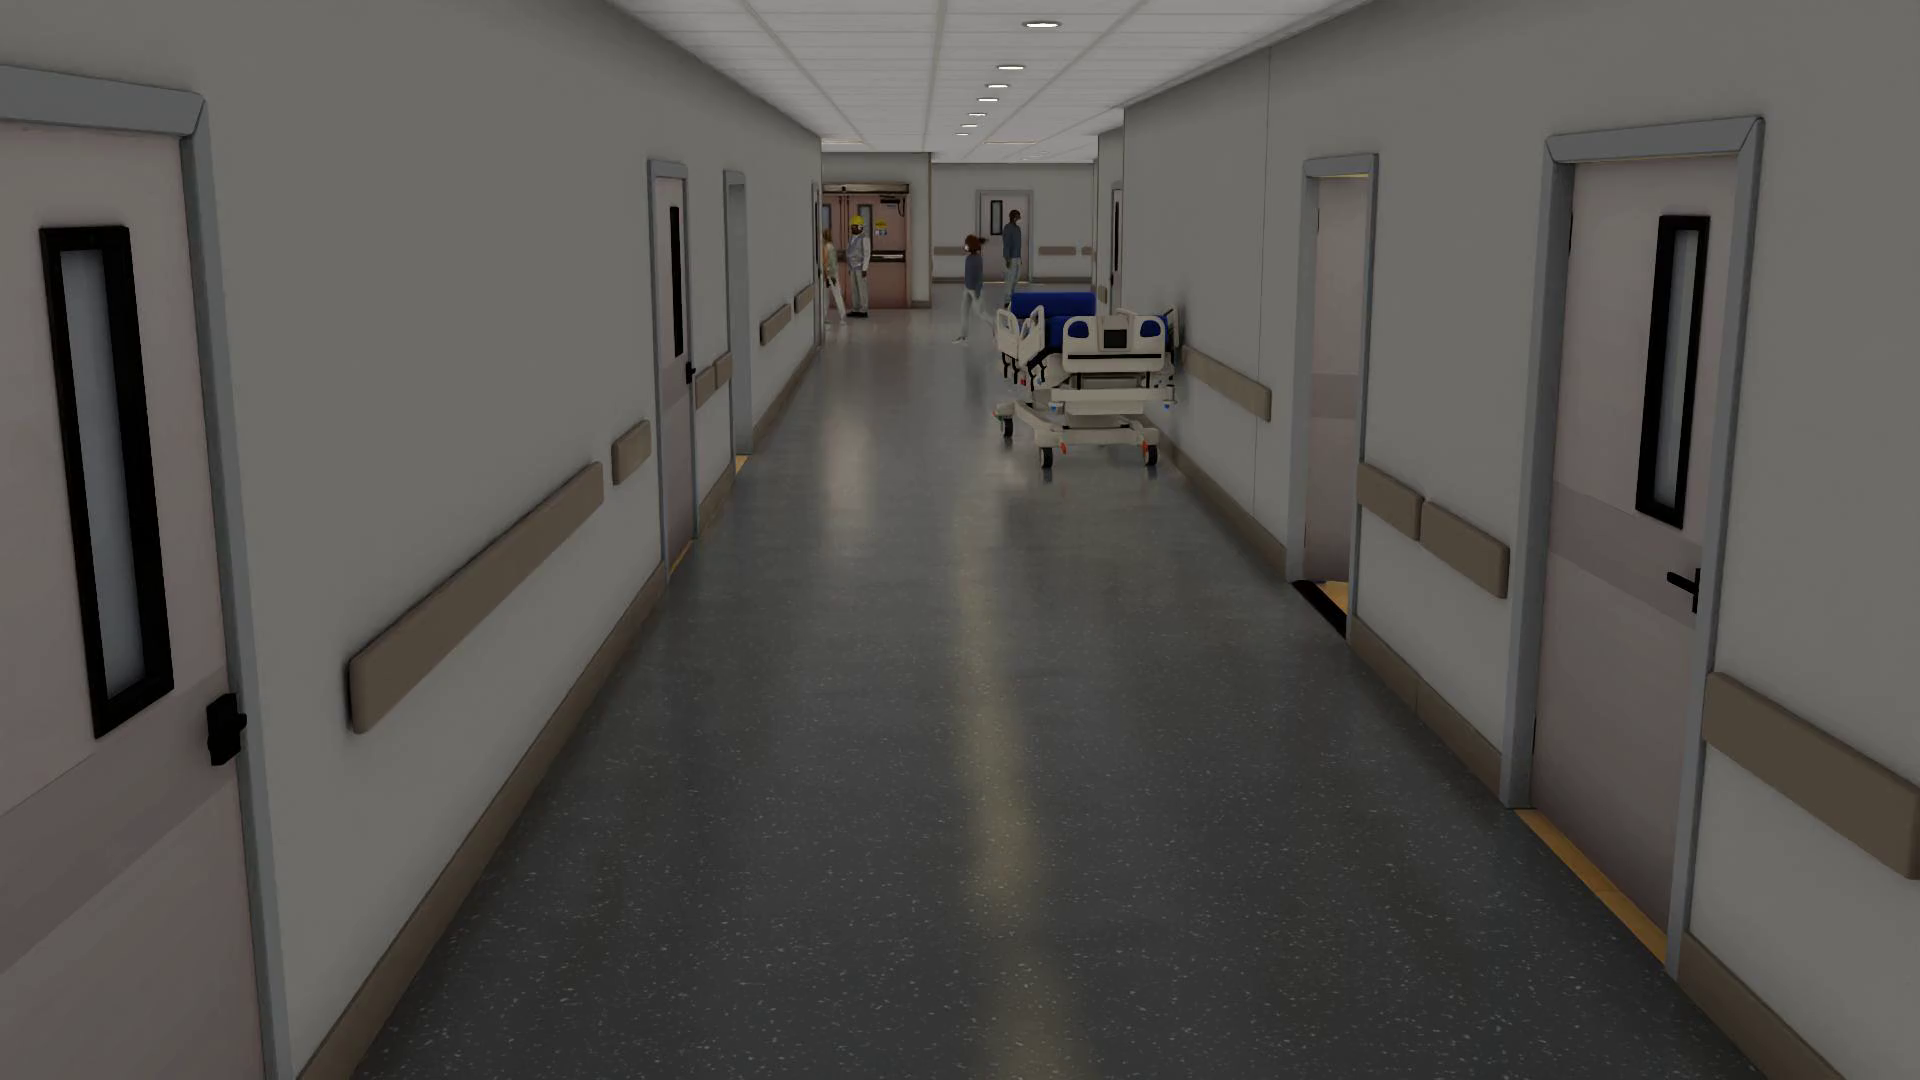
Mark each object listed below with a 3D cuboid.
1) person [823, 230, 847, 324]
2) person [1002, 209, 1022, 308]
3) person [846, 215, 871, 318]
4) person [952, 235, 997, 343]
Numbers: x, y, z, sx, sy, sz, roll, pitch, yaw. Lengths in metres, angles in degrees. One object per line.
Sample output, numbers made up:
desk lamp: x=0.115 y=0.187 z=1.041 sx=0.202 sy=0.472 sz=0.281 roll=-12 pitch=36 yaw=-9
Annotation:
person: x=-2.199 y=-4.492 z=28.463 sx=0.493 sy=1.607 sz=0.558 roll=-5 pitch=13 yaw=-22
person: x=1.041 y=-5.526 z=32.714 sx=0.388 sy=1.927 sz=0.640 roll=5 pitch=13 yaw=24
person: x=-1.846 y=-4.919 z=29.975 sx=0.404 sy=1.833 sz=0.590 roll=-8 pitch=14 yaw=-34
person: x=0.256 y=-3.715 z=24.678 sx=0.721 sy=1.620 sz=0.513 roll=-5 pitch=13 yaw=-22
